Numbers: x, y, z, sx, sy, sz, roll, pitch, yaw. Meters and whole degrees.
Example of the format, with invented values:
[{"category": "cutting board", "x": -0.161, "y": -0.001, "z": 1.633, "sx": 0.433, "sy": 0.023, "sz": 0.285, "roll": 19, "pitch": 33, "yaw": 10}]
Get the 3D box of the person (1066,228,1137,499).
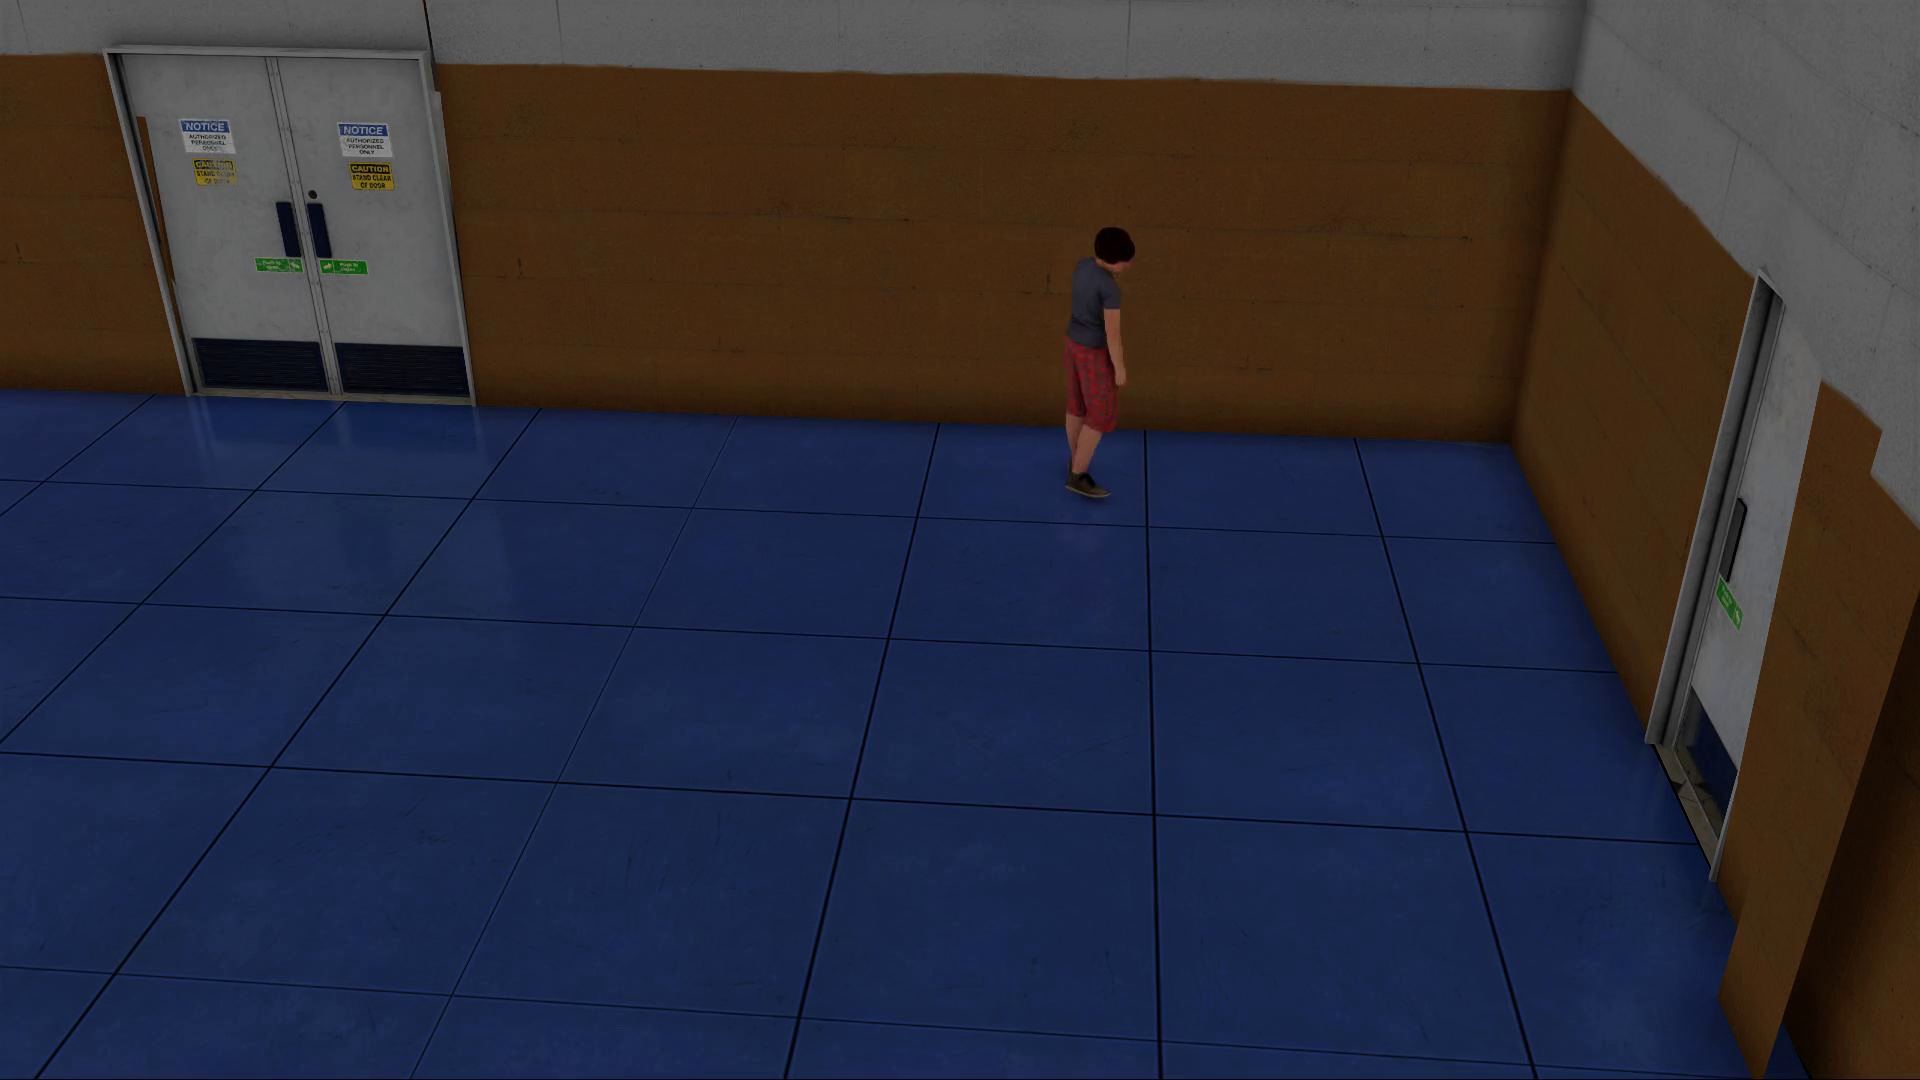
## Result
[{"category": "person", "x": 0.737, "y": -1.090, "z": 9.733, "sx": 0.909, "sy": 1.613, "sz": 0.749, "roll": -22, "pitch": 36, "yaw": -34}]
